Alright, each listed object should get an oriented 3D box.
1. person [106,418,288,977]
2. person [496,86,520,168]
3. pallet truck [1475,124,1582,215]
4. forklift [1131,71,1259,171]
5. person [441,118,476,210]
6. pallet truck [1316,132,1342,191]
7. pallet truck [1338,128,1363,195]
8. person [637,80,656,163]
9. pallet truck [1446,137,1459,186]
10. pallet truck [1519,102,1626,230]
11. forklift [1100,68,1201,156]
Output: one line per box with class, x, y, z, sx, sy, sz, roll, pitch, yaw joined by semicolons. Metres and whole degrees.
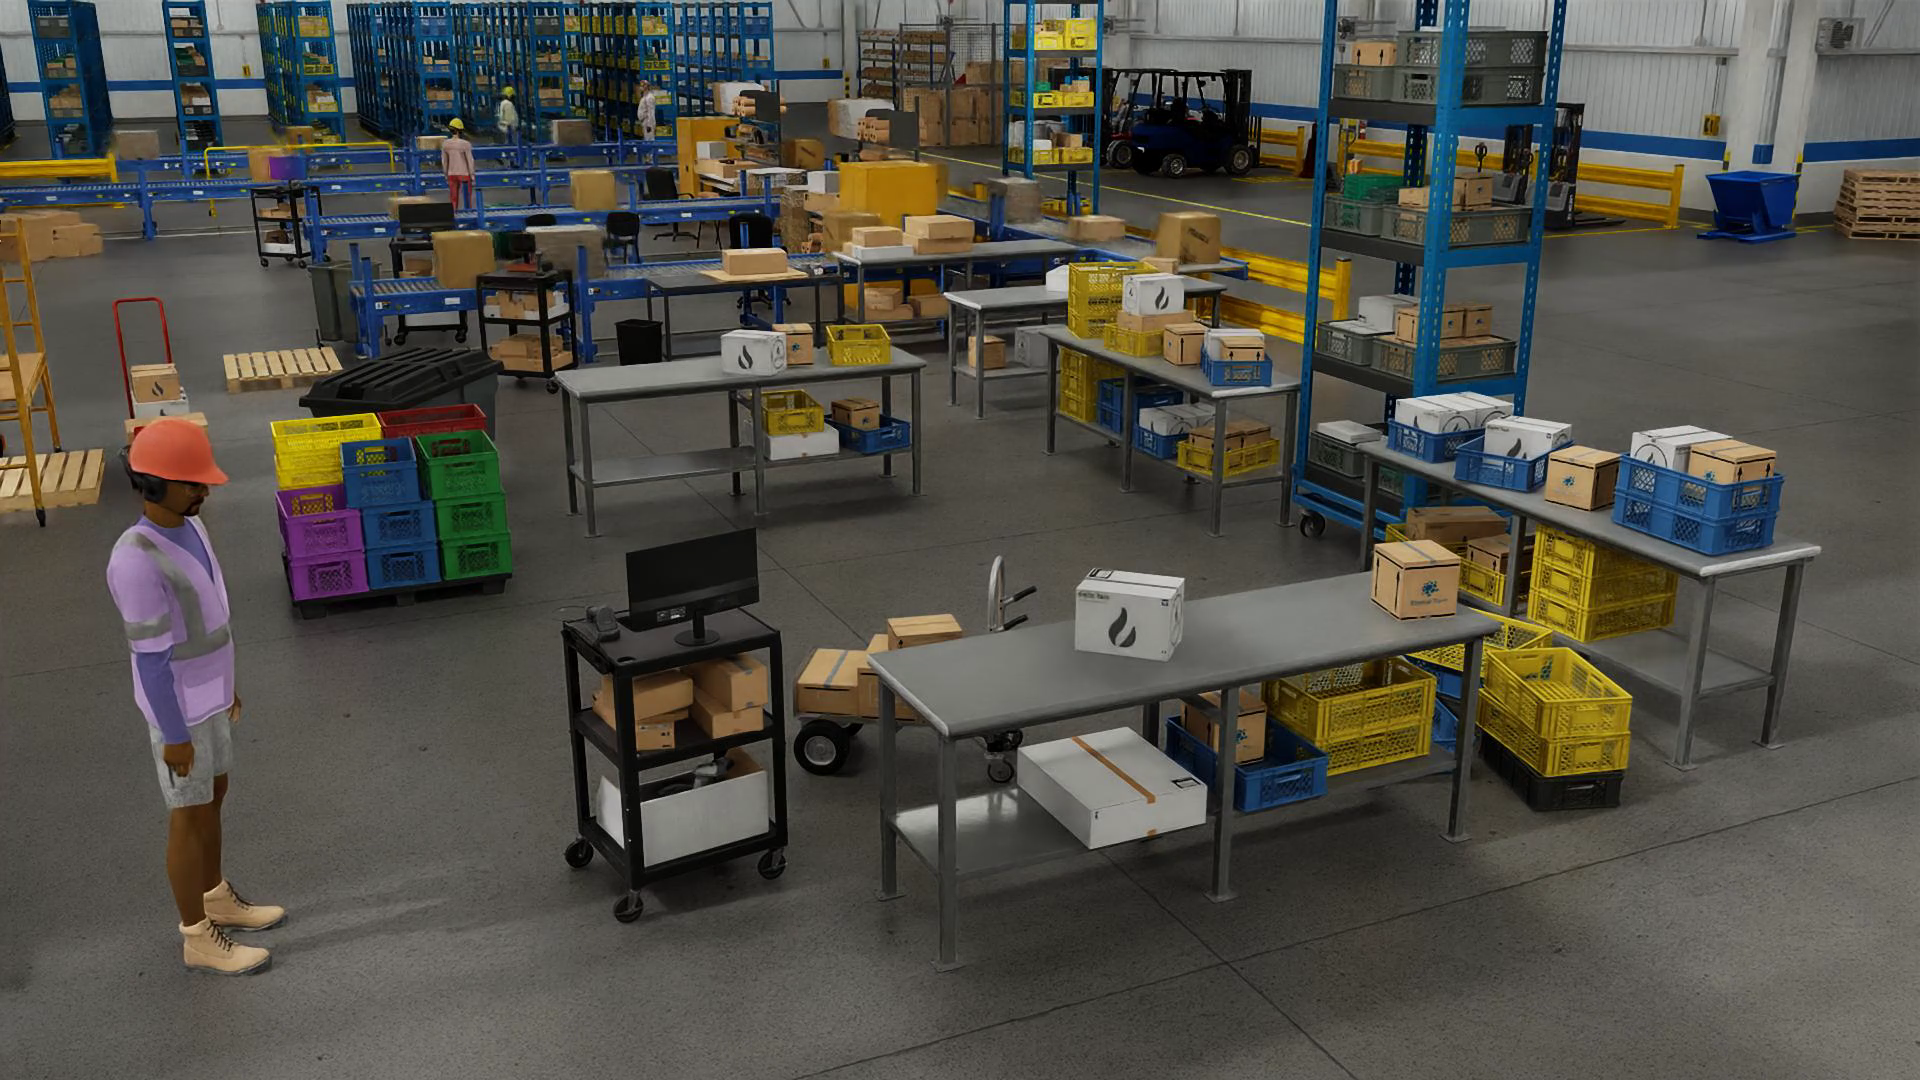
person;-2.716;0.563;5.934;0.383;2.036;0.605;-3;18;-8
person;-9.976;-9.073;36.650;0.566;1.809;0.619;-8;19;-24
pallet truck;9.707;-6.455;28.103;1.885;1.965;0.823;-7;19;-20
forklift;4.998;-8.936;35.413;2.680;1.987;1.157;-9;20;-25
person;-7.883;-5.743;26.236;0.534;1.767;0.319;4;18;13
pallet truck;7.723;-7.504;32.656;1.601;1.201;0.680;-8;19;-23
pallet truck;7.845;-7.140;31.411;1.522;1.261;0.704;-9;20;-25
person;-7.027;-9.343;37.348;0.411;1.908;0.643;-6;19;-19
pallet truck;9.184;-6.485;29.328;1.630;1.274;0.653;-8;19;-23
pallet truck;9.972;-6.037;26.785;1.885;1.965;0.823;-9;20;-25
forklift;4.082;-9.564;37.410;2.680;1.987;1.157;-8;19;-23
